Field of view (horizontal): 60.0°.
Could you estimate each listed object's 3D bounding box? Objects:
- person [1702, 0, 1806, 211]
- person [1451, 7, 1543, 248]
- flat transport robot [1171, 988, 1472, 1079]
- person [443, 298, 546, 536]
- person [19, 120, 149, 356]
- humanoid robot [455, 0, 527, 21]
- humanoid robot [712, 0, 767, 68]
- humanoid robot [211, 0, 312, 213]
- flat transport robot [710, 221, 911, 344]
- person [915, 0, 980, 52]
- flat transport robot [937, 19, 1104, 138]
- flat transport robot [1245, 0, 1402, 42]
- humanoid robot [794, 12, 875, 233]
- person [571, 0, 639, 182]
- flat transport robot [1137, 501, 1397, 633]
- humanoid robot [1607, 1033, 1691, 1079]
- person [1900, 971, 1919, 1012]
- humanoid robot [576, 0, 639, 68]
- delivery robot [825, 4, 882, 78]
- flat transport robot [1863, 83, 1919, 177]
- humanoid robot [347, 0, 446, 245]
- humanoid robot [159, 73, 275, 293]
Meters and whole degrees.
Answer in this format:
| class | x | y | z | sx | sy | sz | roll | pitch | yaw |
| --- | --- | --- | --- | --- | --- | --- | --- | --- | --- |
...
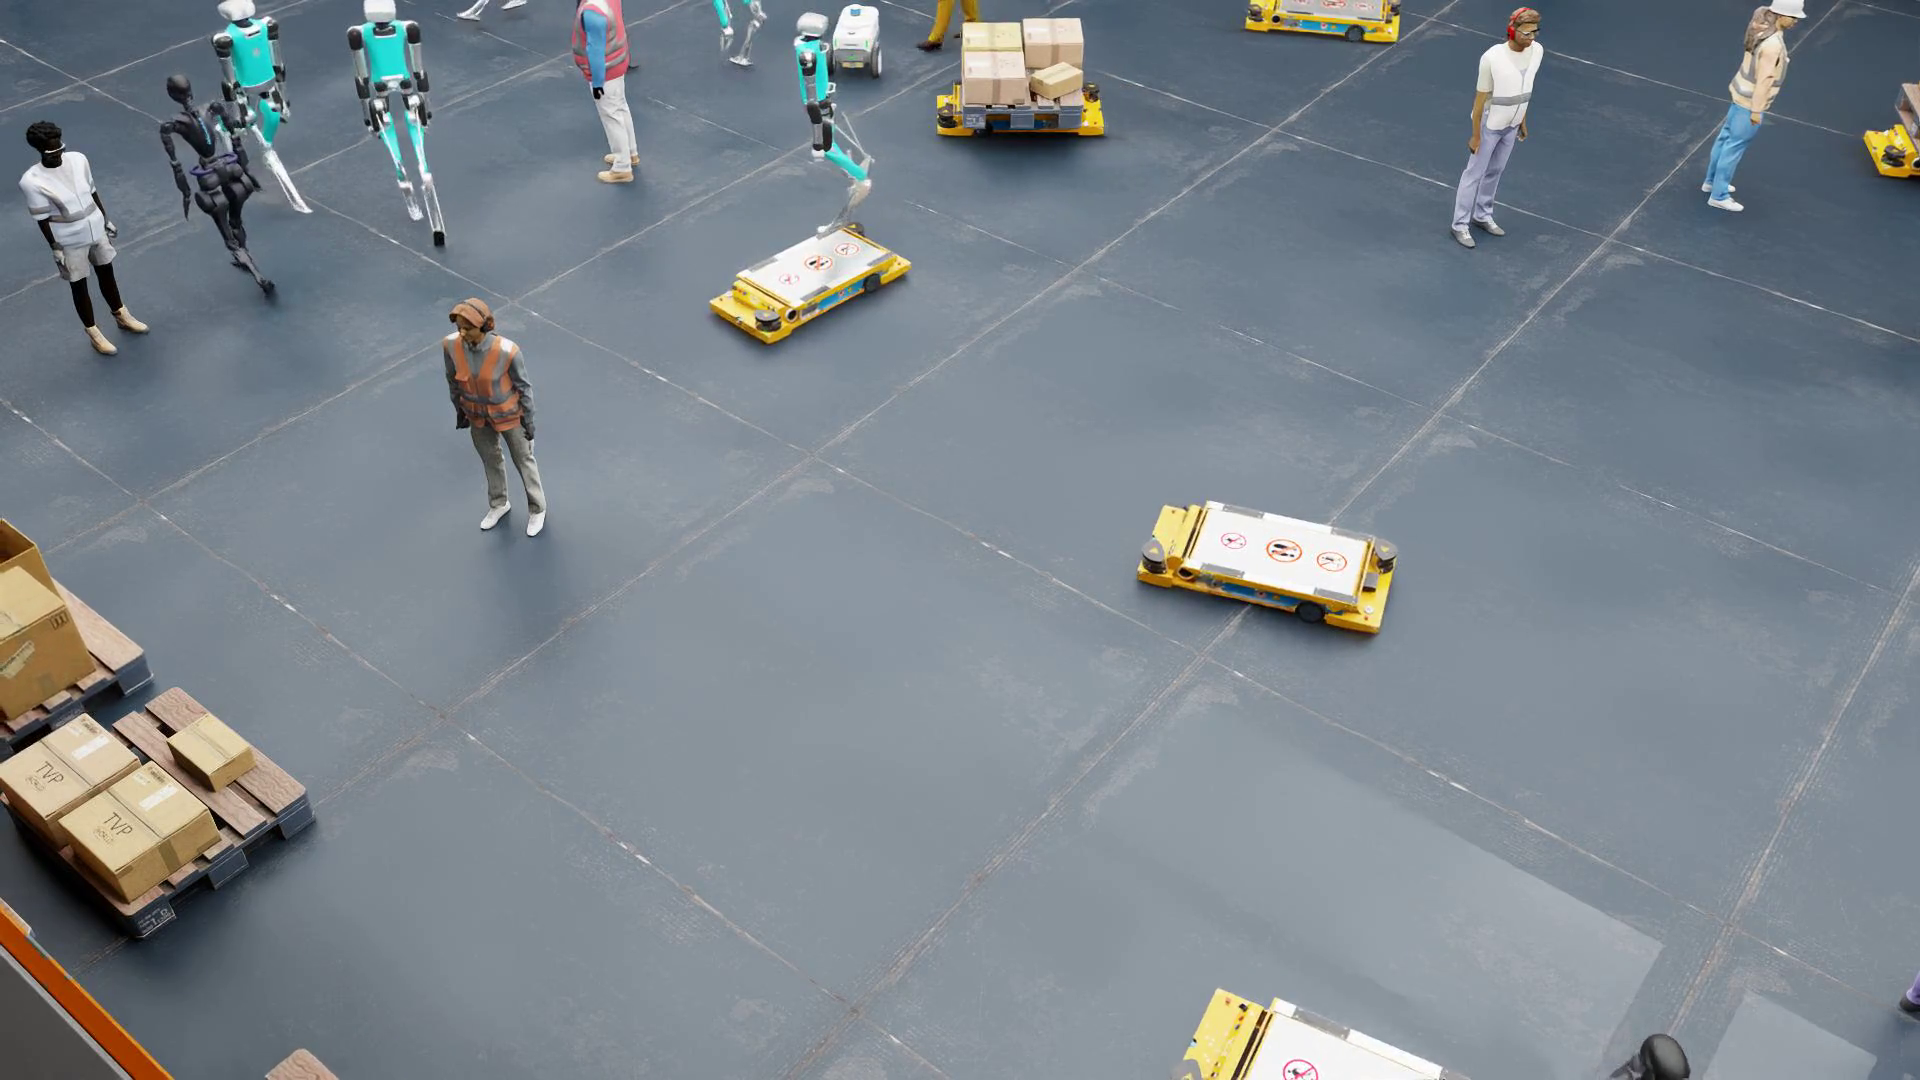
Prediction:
| class | x | y | z | sx | sy | sz | roll | pitch | yaw |
| --- | --- | --- | --- | --- | --- | --- | --- | --- | --- |
| person | 6.179 | -3.446 | 13.005 | 0.366 | 1.727 | 0.487 | 8 | 41 | 9 |
| person | 4.049 | -3.123 | 12.534 | 0.564 | 1.846 | 0.391 | -22 | 45 | -24 |
| flat transport robot | 1.666 | 2.461 | 7.183 | 1.431 | 0.231 | 0.659 | 19 | 44 | 21 |
| person | -2.754 | -0.726 | 9.872 | 0.521 | 1.638 | 0.309 | 9 | 41 | 11 |
| person | -6.055 | -2.093 | 11.440 | 0.319 | 1.692 | 0.532 | 17 | 43 | 19 |
| humanoid robot | -4.440 | -5.739 | 15.679 | 0.987 | 1.730 | 0.547 | -24 | 46 | -26 |
| humanoid robot | -2.055 | -5.033 | 14.896 | 0.826 | 1.809 | 0.539 | 33 | 50 | 32 |
| humanoid robot | -5.635 | -3.437 | 13.028 | 0.967 | 1.776 | 0.534 | 27 | 47 | 28 |
| flat transport robot | -1.100 | -1.927 | 12.345 | 0.659 | 0.231 | 1.431 | 32 | 50 | 32 |
| person | -0.136 | -5.386 | 15.290 | 0.789 | 1.729 | 0.522 | -11 | 42 | -12 |
| flat transport robot | 0.517 | -3.751 | 14.491 | 1.431 | 0.231 | 0.659 | 0 | 40 | 0 |
| flat transport robot | 3.511 | -5.073 | 16.046 | 1.431 | 0.231 | 0.659 | 9 | 41 | 10 |
| humanoid robot | -0.873 | -3.053 | 12.609 | 0.676 | 1.888 | 0.546 | 0 | 40 | 0 |
| person | -2.860 | -3.770 | 13.311 | 0.431 | 1.836 | 0.629 | 0 | 40 | 0 |
| flat transport robot | 1.835 | 0.133 | 9.921 | 1.431 | 0.231 | 0.659 | 13 | 42 | 15 |
| humanoid robot | 2.393 | 2.327 | 6.264 | 0.619 | 1.641 | 0.372 | -4 | 41 | -5 |
| person | 4.493 | 1.529 | 7.061 | 0.390 | 1.847 | 0.562 | -6 | 41 | -7 |
| humanoid robot | -3.264 | -5.059 | 14.995 | 0.796 | 1.614 | 0.610 | 24 | 46 | 26 |
| delivery robot | -0.966 | -4.586 | 15.267 | 0.523 | 0.613 | 0.784 | 4 | 41 | 4 |
| flat transport robot | 8.373 | -3.198 | 13.840 | 1.431 | 0.231 | 0.659 | 7 | 41 | 8 |
| humanoid robot | -4.187 | -3.100 | 12.616 | 0.569 | 1.800 | 0.913 | -17 | 43 | -19 |
| humanoid robot | -5.331 | -2.575 | 12.060 | 0.714 | 1.629 | 0.590 | 28 | 48 | 29 |
